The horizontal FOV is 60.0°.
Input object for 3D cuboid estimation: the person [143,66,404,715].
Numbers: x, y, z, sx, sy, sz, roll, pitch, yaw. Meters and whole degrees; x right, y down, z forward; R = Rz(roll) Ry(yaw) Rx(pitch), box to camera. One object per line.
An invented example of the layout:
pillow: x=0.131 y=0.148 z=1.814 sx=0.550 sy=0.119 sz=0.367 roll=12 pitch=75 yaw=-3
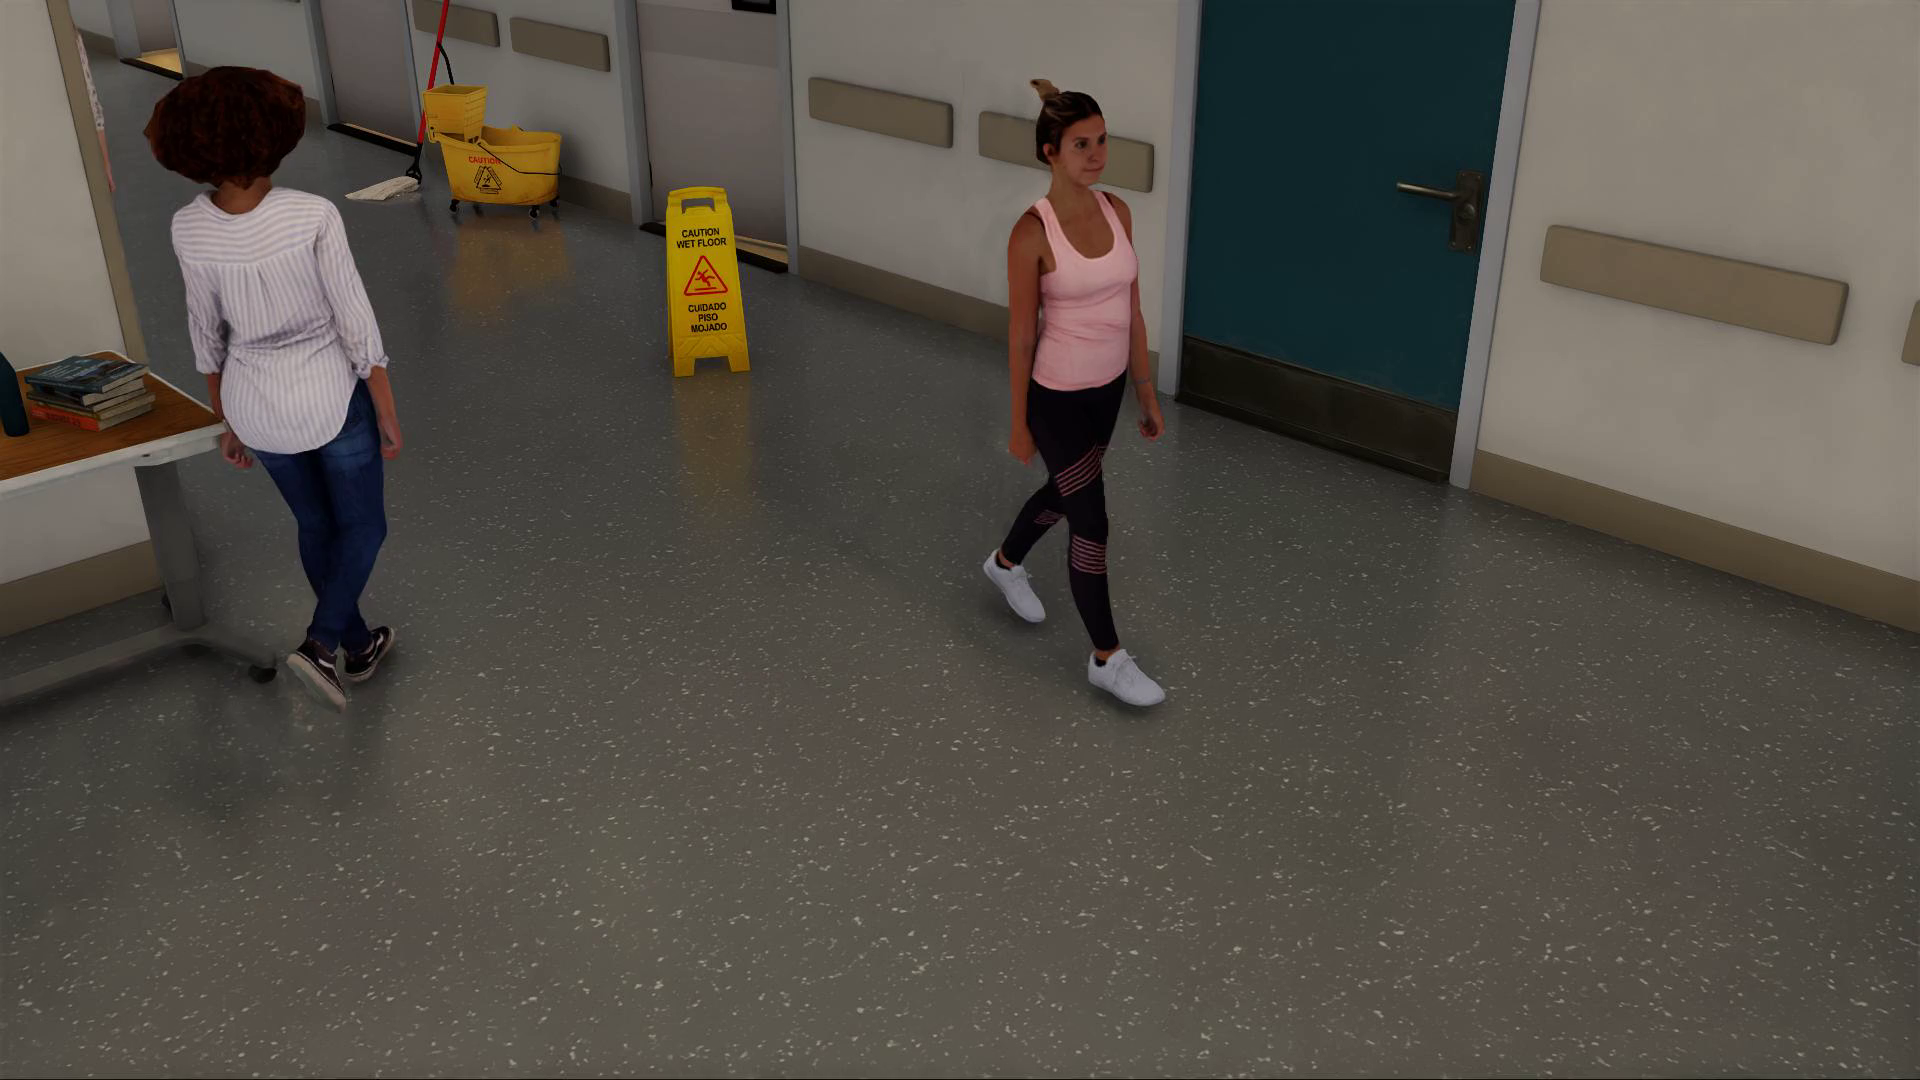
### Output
person: x=-1.735 y=-0.316 z=4.273 sx=0.959 sy=1.683 sz=1.011 roll=2 pitch=26 yaw=5

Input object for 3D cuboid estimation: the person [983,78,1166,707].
person: x=0.264 y=-0.417 z=4.557 sx=0.579 sy=1.618 sz=1.053 roll=-22 pitch=33 yaw=-38
